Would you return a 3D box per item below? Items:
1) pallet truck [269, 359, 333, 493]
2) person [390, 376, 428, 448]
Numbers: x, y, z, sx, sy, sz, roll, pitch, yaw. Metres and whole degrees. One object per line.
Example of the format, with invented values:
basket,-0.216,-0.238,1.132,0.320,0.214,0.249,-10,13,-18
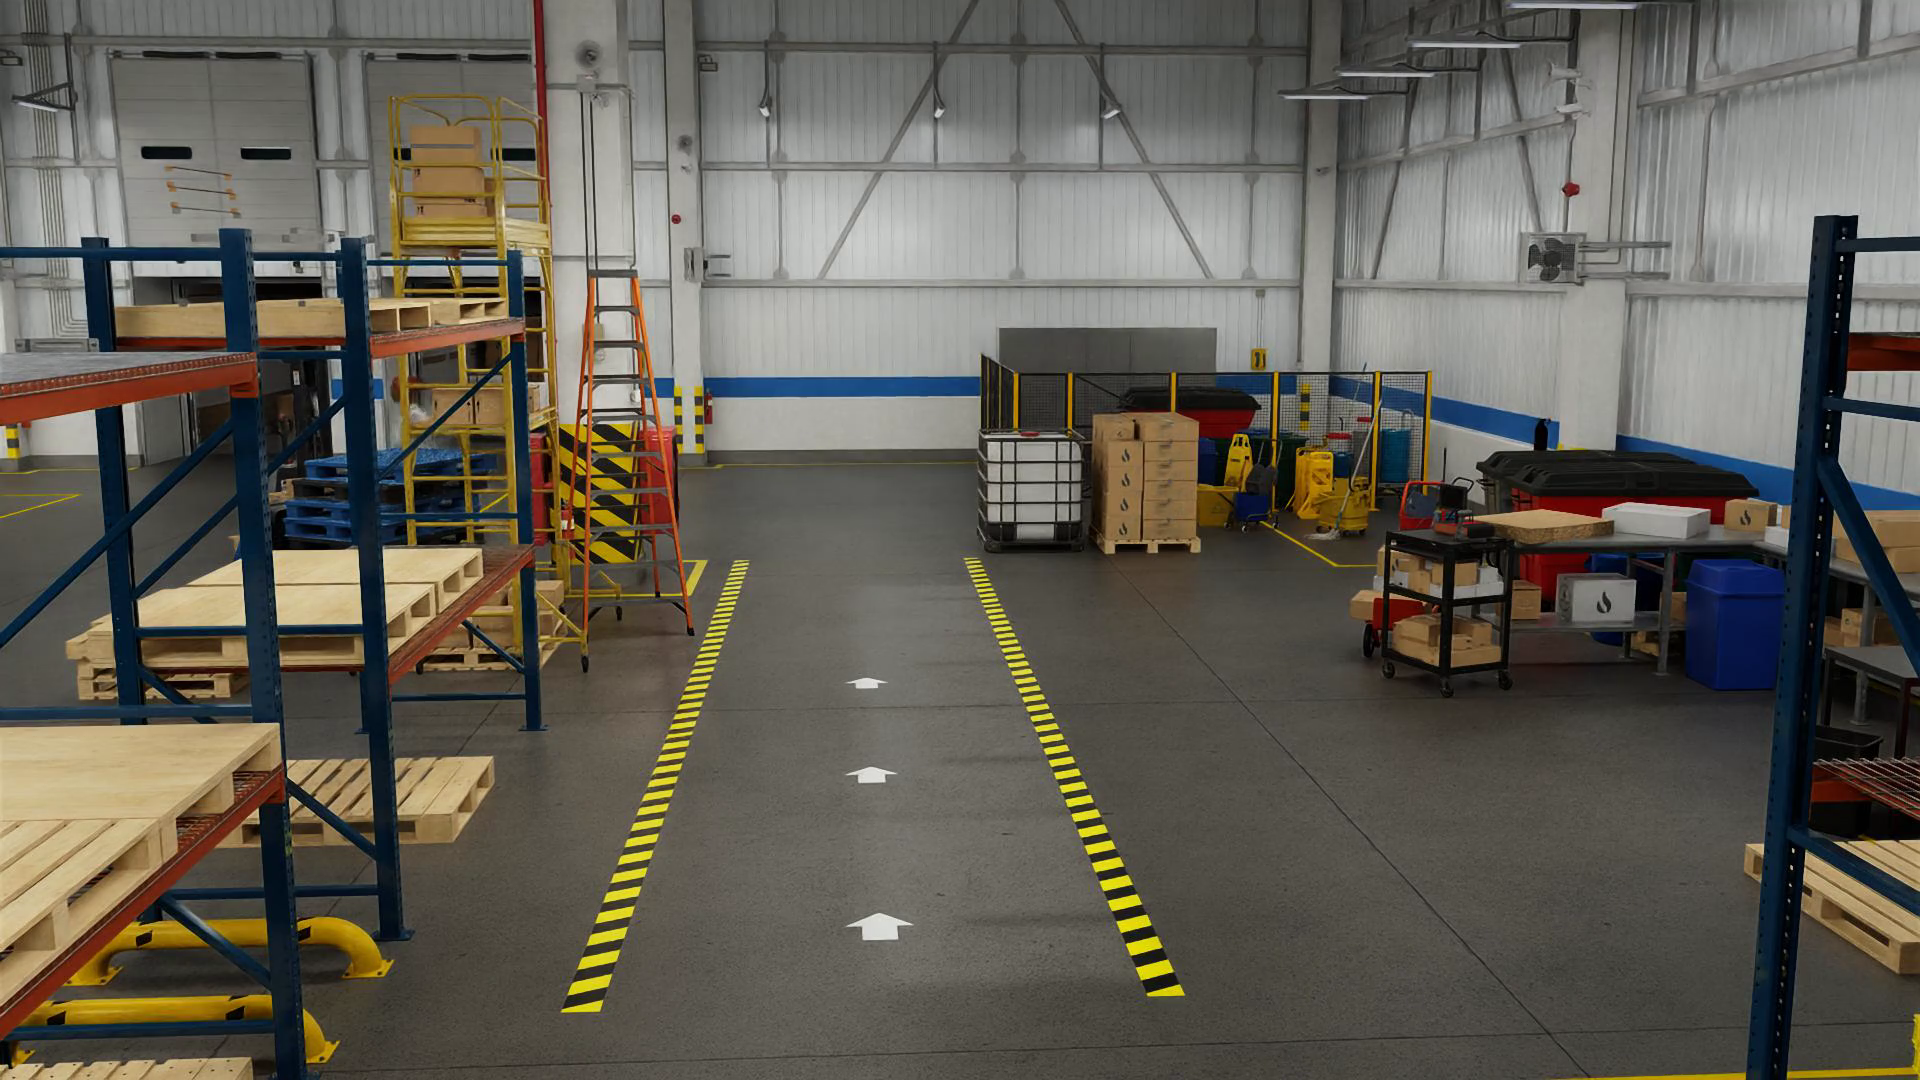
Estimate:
pallet truck,-7.062,-1.131,18.996,1.885,1.965,0.823,2,9,13
person,-5.593,-0.707,16.720,0.494,1.870,0.604,-6,11,-33
